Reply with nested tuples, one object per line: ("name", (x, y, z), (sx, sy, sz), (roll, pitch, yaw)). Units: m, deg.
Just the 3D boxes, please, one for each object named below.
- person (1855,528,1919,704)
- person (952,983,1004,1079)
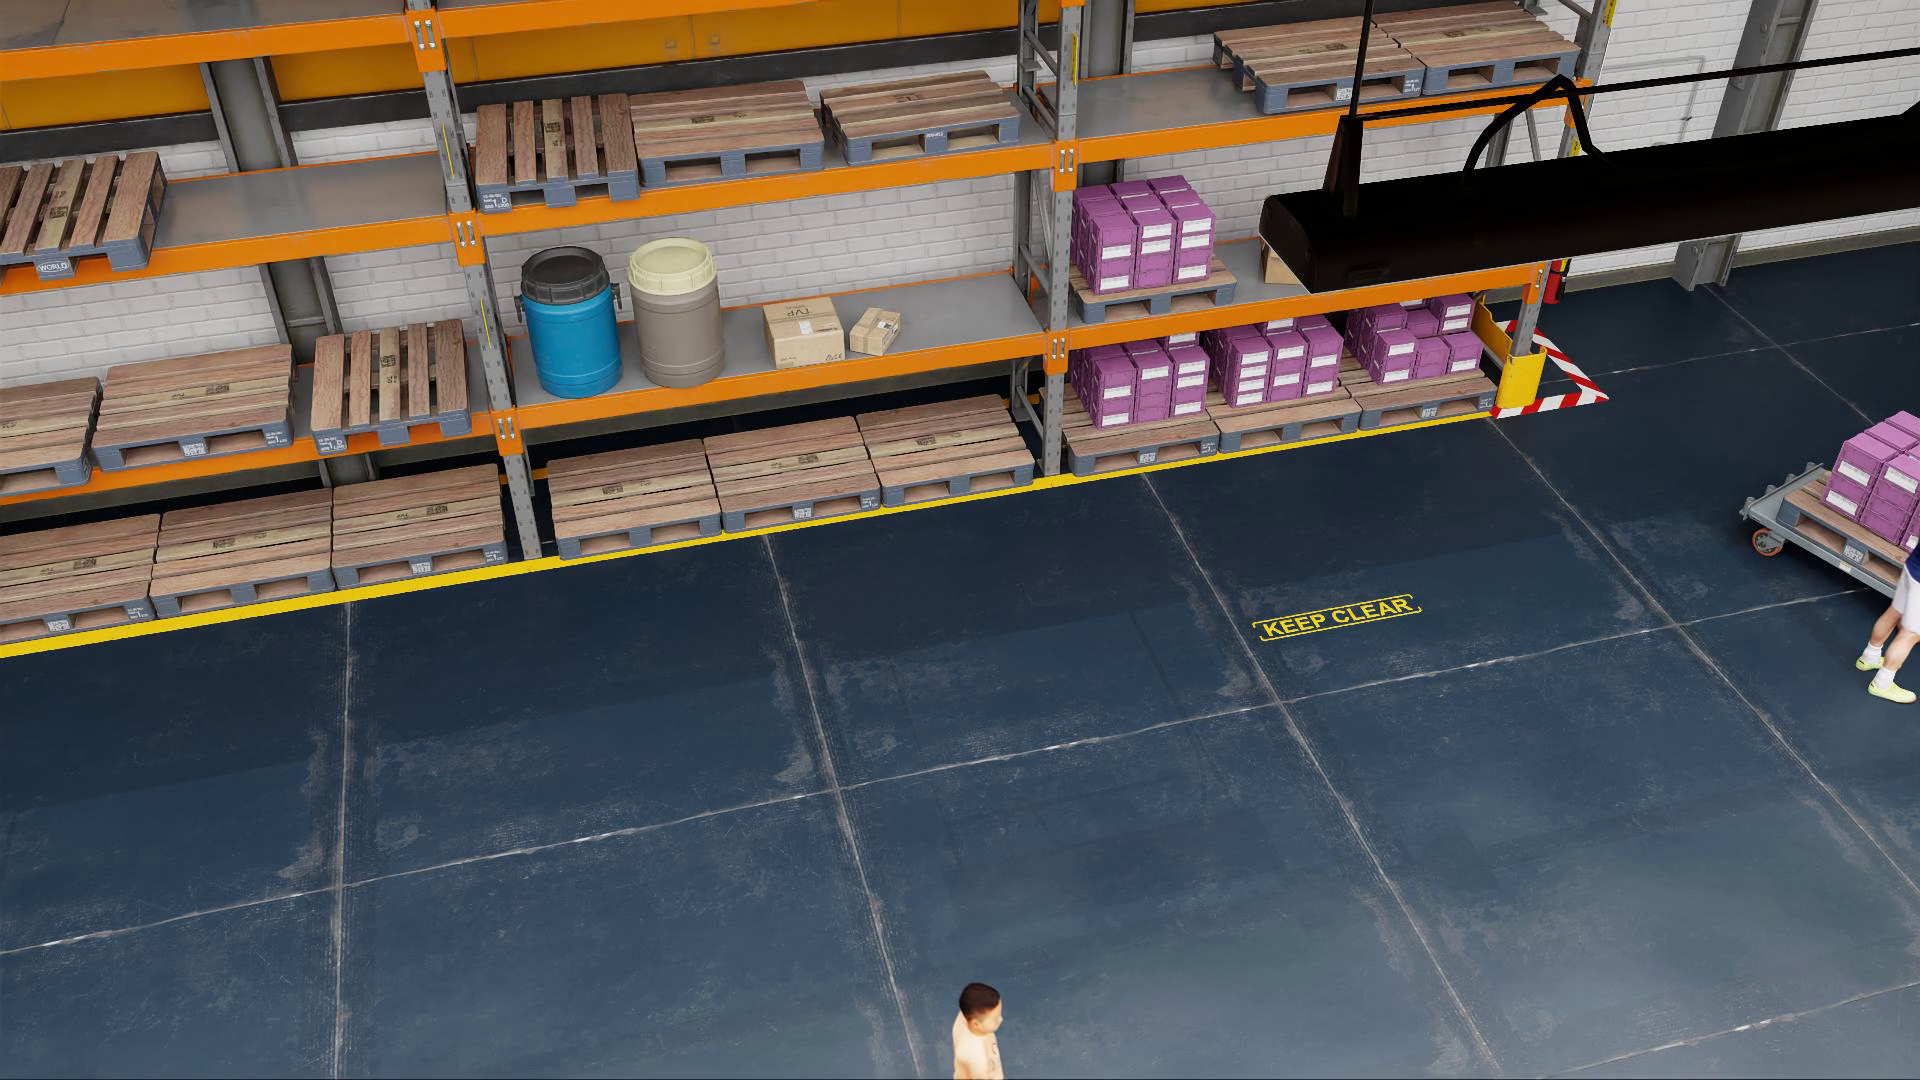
("person", (6.211, 0.224, 10.653), (0.685, 1.837, 0.713), (5, 39, 6))
("person", (0.072, 2.625, 7.948), (0.493, 1.461, 0.536), (-8, 39, -10))
